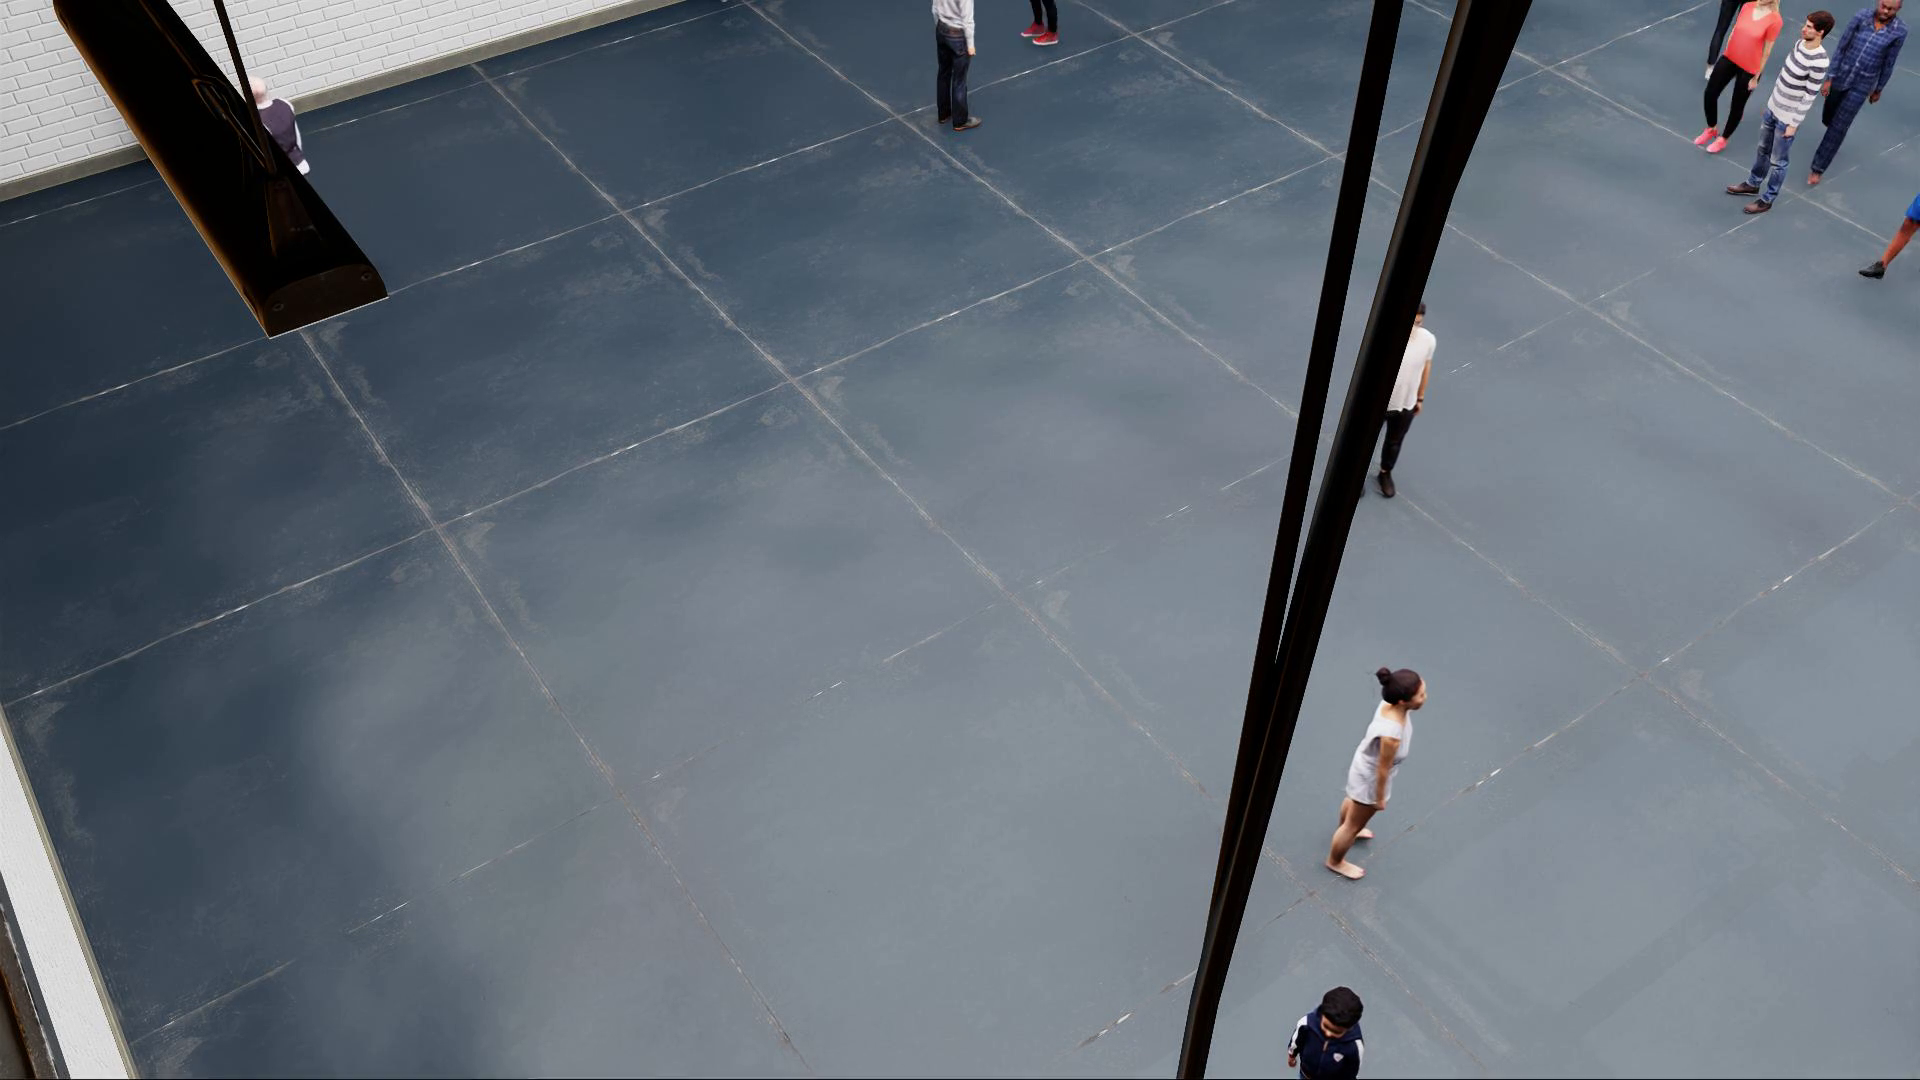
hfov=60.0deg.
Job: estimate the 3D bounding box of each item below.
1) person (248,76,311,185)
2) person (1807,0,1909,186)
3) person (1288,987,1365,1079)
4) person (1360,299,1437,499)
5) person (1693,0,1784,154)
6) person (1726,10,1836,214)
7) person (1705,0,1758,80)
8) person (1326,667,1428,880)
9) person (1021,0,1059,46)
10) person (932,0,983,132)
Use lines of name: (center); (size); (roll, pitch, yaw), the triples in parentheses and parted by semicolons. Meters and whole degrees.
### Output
person: (-5.587, -3.020, 13.816); (0.837, 1.825, 0.770); (8, 44, 9)
person: (8.091, -4.153, 15.038); (1.158, 1.781, 0.814); (-34, 53, -31)
person: (1.832, 2.623, 8.330); (0.572, 1.221, 0.567); (25, 49, 24)
person: (3.073, -1.030, 11.805); (0.633, 1.718, 0.750); (-4, 44, -4)
person: (7.266, -4.379, 15.343); (0.567, 1.687, 0.593); (-25, 49, -24)
person: (7.256, -3.762, 14.574); (0.713, 1.855, 0.724); (-4, 44, -4)
person: (7.668, -5.338, 16.361); (0.885, 1.671, 1.078); (23, 48, 23)
person: (2.348, 1.300, 9.442); (0.714, 1.604, 0.628); (13, 45, 14)
person: (0.944, -5.818, 16.872); (0.771, 1.662, 0.733); (-2, 44, -2)
person: (-0.056, -4.750, 15.635); (0.596, 1.820, 0.671); (-32, 52, -29)
